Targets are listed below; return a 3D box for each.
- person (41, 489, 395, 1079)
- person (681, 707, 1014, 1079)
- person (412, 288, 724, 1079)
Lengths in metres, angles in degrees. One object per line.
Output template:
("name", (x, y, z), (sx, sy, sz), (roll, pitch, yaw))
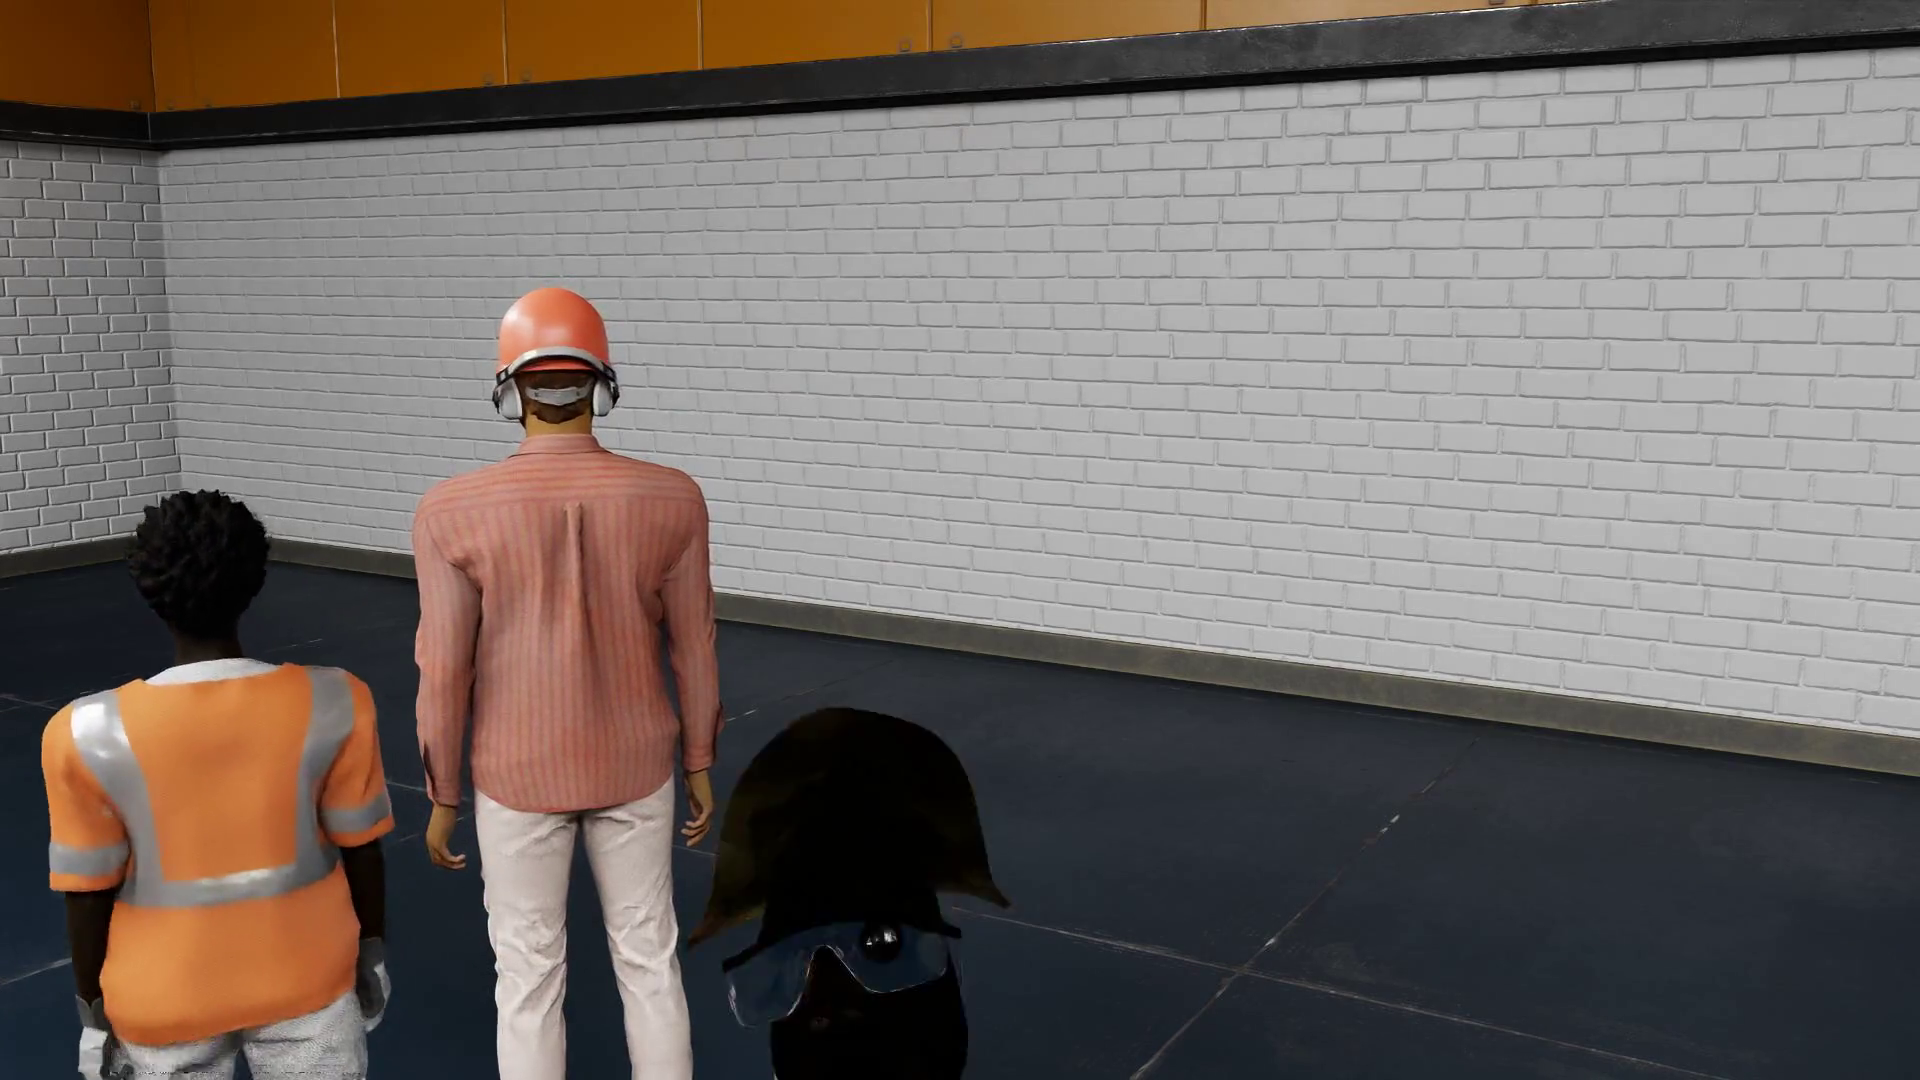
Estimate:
("person", (-1.189, 0.753, 2.754), (0.533, 1.679, 0.708), (-5, 10, -29))
("person", (-0.003, 0.981, 0.939), (0.609, 1.803, 0.707), (-2, 9, -13))
("person", (-0.809, 0.479, 3.480), (0.623, 1.990, 0.398), (-4, 10, -23))
